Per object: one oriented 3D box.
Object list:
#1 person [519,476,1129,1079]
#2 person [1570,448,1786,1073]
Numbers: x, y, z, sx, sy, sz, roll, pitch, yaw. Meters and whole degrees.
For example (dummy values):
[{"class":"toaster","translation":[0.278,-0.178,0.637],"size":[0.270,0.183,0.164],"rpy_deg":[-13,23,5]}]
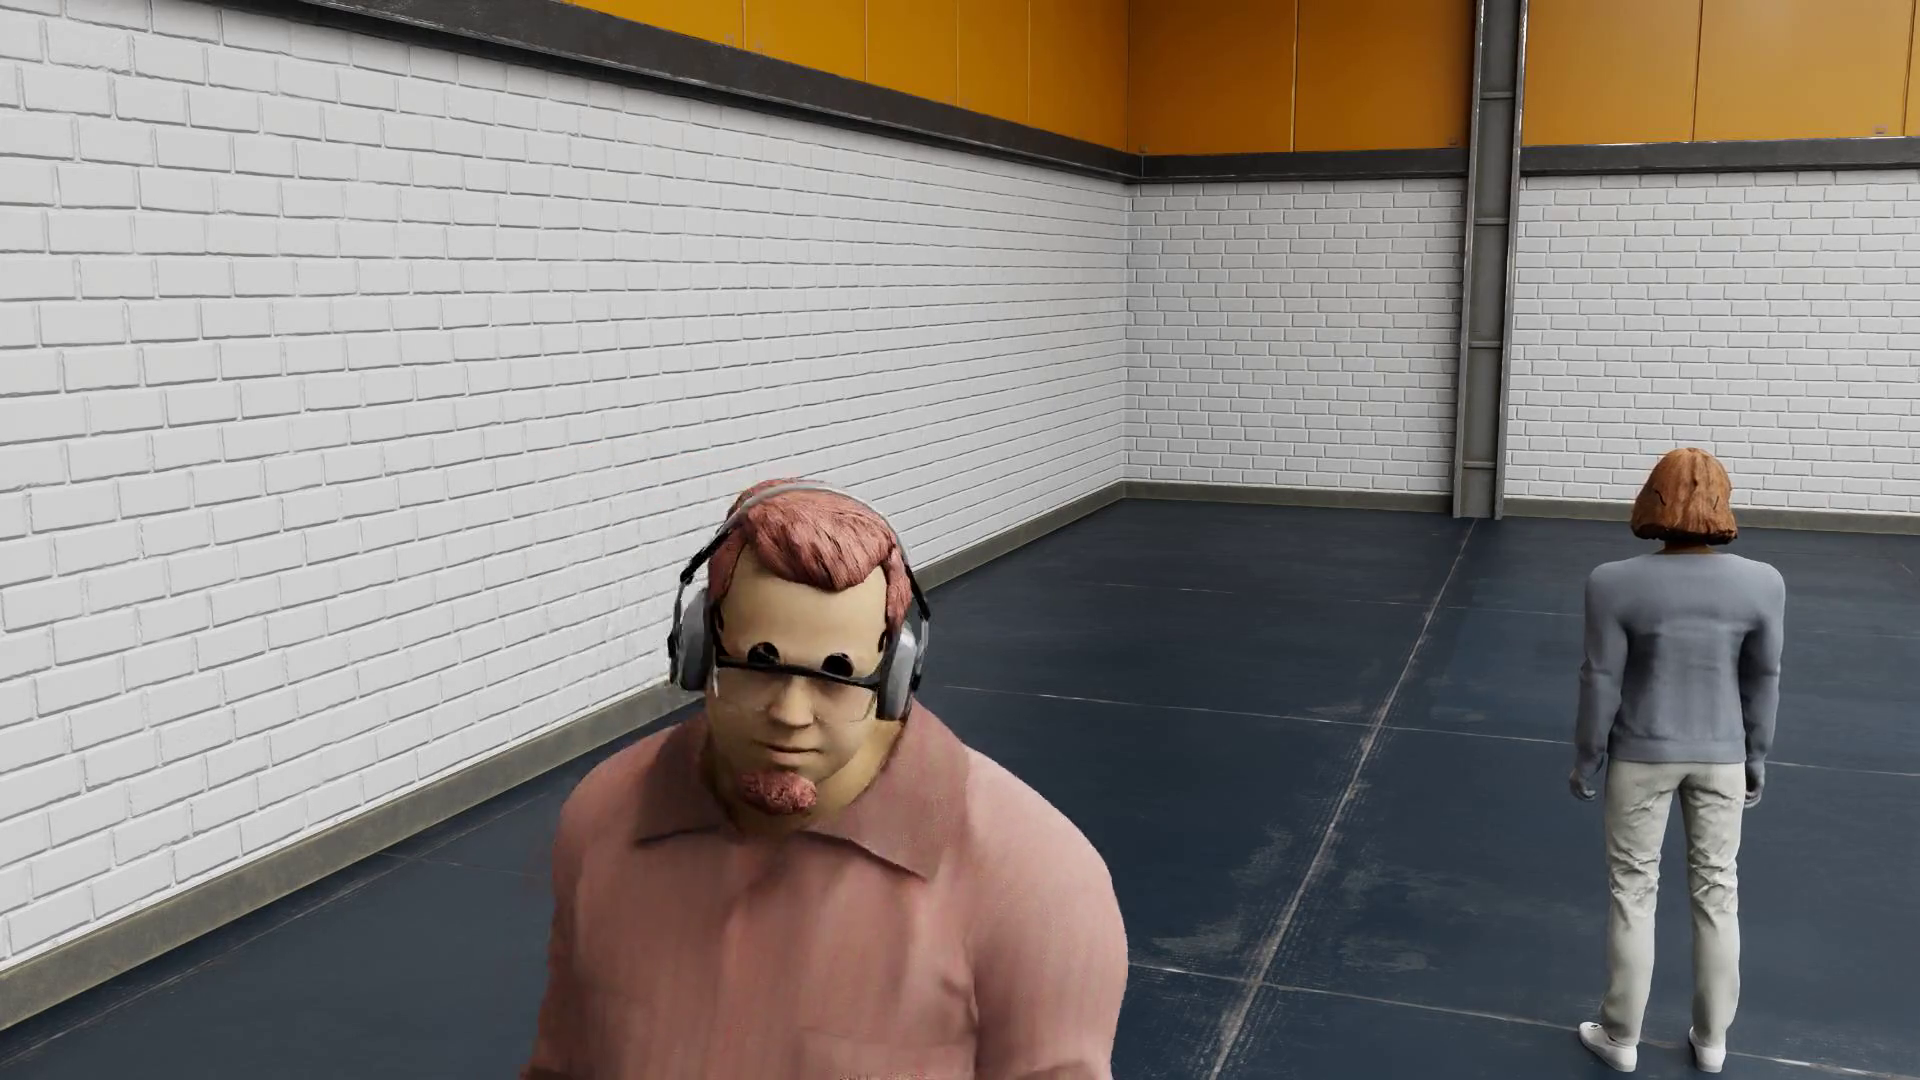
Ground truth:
[{"class":"person","translation":[-0.163,0.871,1.708],"size":[0.853,1.882,0.392],"rpy_deg":[4,10,22]},{"class":"person","translation":[1.843,0.577,4.311],"size":[0.498,1.633,0.282],"rpy_deg":[1,9,5]}]
